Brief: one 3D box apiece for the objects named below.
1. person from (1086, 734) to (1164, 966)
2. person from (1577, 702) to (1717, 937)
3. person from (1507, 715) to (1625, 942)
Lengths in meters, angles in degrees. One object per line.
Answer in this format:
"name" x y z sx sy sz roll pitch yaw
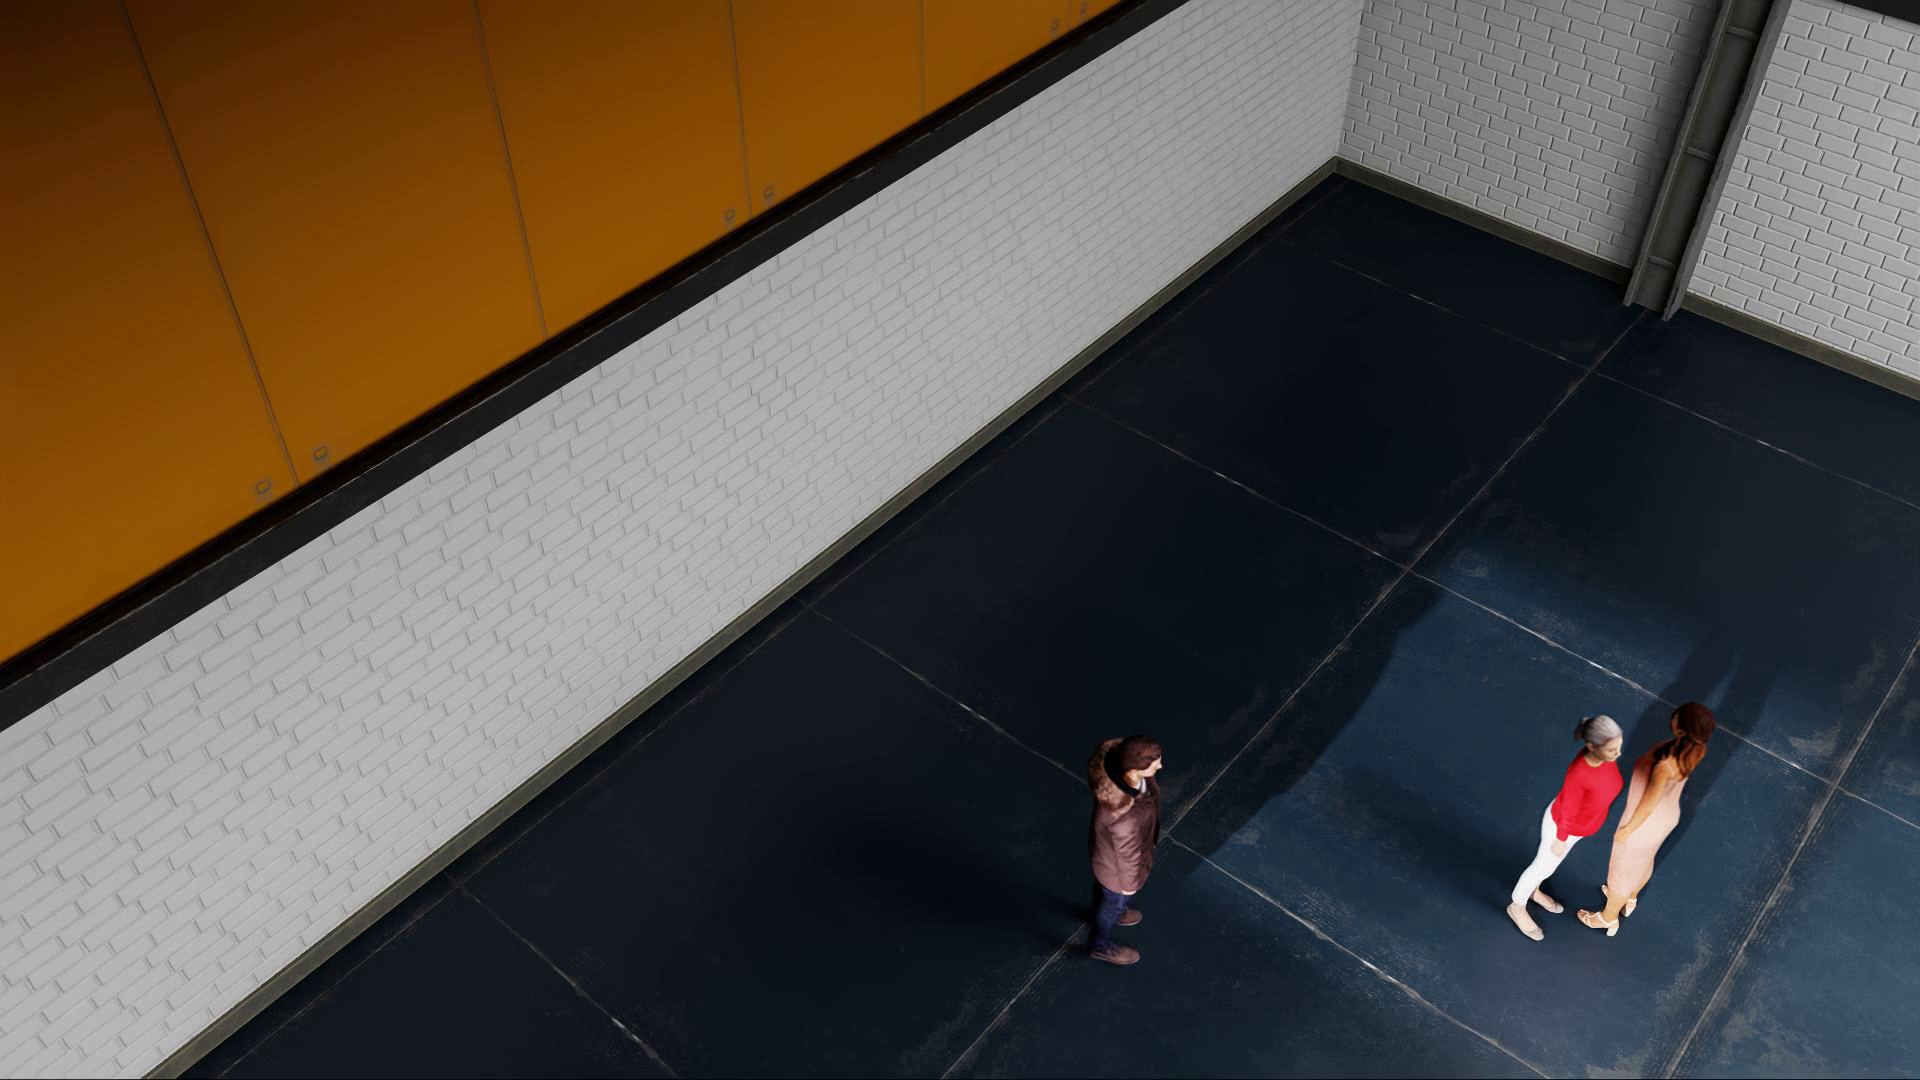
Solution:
"person" 0.853 1.643 8.957 0.891 1.841 0.860 2 44 2
"person" 3.768 1.528 9.085 0.625 1.831 0.561 -30 51 -28
"person" 3.350 1.553 9.158 0.535 1.693 0.556 33 53 30
